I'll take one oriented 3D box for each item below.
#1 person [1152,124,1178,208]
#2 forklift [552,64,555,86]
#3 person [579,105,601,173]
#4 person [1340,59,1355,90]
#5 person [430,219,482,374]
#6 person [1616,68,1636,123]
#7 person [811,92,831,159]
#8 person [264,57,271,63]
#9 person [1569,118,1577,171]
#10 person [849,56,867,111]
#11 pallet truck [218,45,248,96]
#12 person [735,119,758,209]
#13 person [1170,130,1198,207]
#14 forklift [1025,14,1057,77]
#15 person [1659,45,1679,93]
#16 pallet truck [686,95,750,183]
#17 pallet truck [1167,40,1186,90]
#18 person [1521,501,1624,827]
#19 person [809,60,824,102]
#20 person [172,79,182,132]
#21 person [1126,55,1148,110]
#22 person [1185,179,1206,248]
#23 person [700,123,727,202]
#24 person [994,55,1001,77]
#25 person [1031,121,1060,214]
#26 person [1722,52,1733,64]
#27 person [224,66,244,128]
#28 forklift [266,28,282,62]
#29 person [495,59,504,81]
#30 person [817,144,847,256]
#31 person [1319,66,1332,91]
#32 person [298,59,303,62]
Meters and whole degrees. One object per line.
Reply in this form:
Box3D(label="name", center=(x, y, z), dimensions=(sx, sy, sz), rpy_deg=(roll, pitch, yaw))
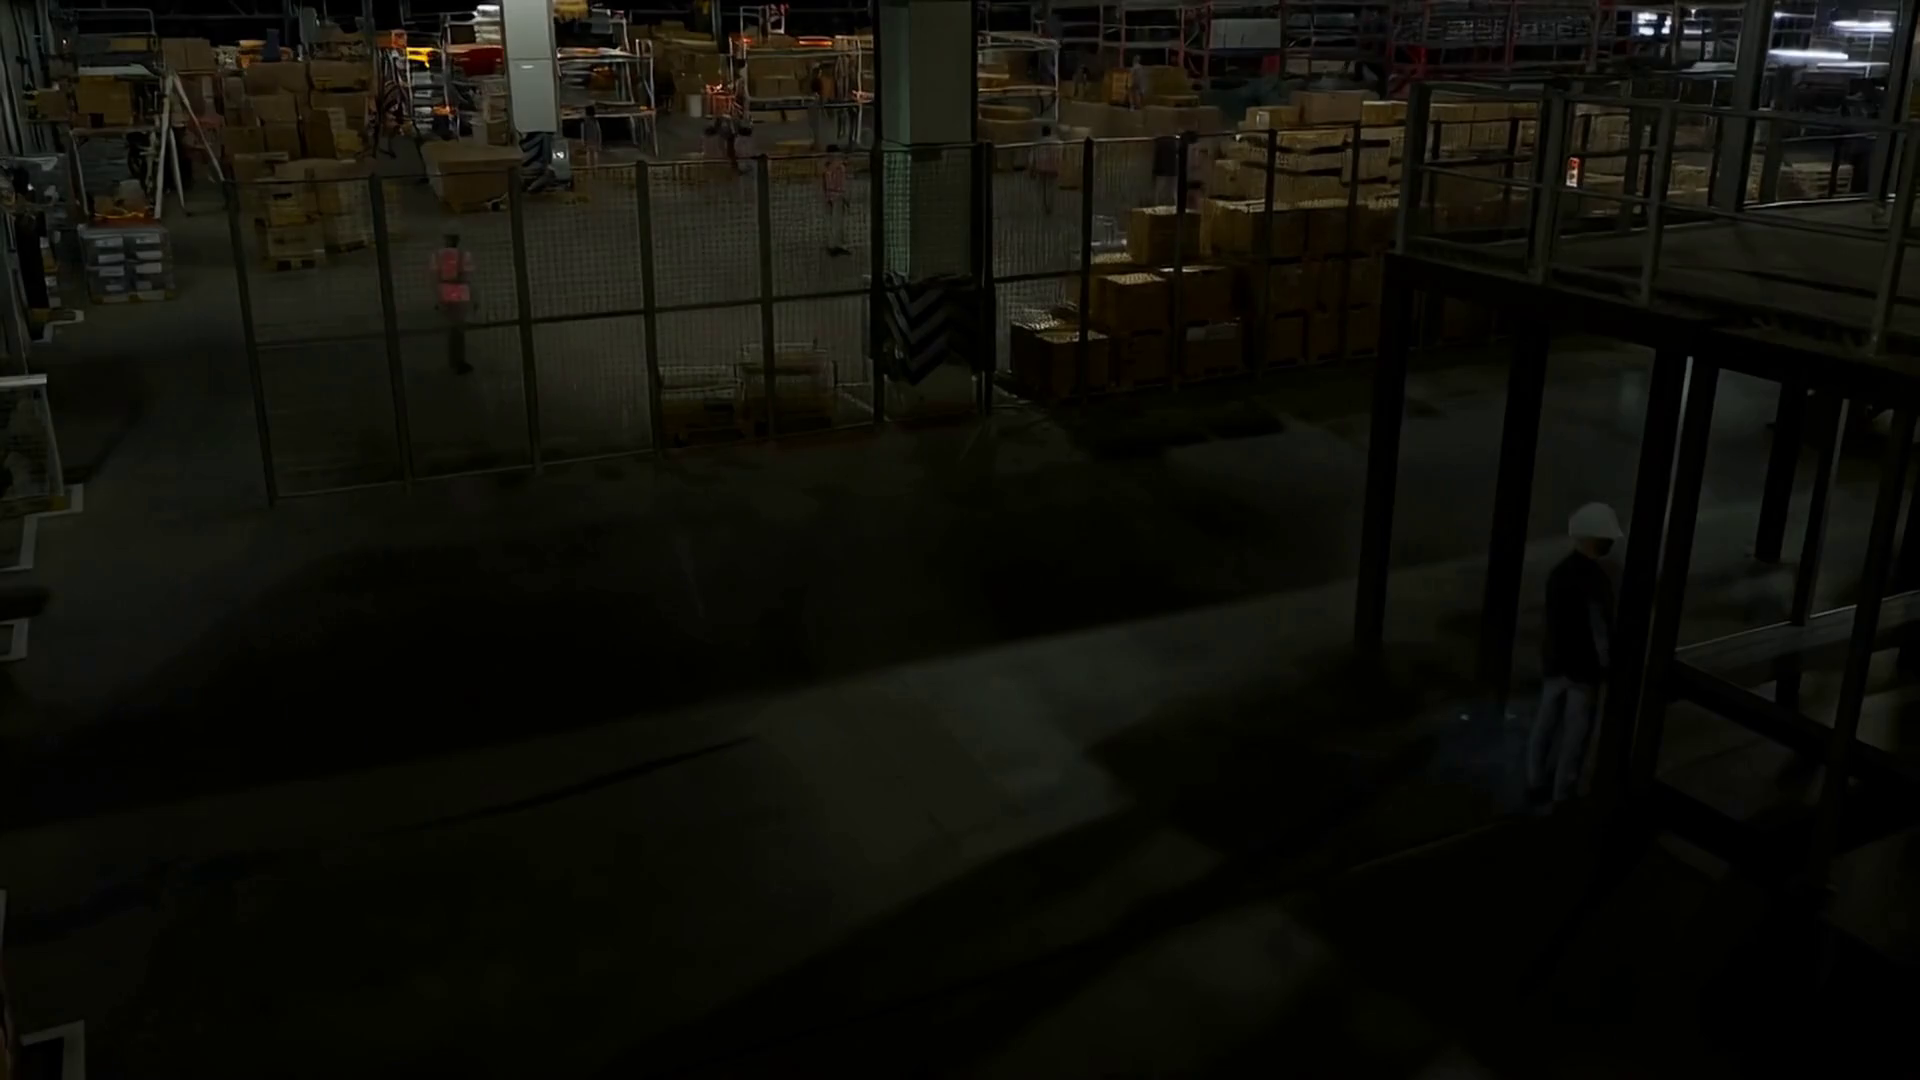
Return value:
Box3D(label="person", center=(4.094, -7.280, 33.145), dimensions=(0.480, 1.975, 0.630), rpy_deg=(15, 24, 37))
Box3D(label="forklift", center=(-18.402, -20.825, 71.037), dimensions=(1.129, 2.768, 1.873), rpy_deg=(14, 23, 35))
Box3D(label="person", center=(-9.229, -10.030, 41.596), dimensions=(0.542, 1.644, 0.855), rpy_deg=(-4, 19, -10))
Box3D(label="person", center=(14.468, -17.177, 62.304), dimensions=(0.539, 1.667, 0.602), rpy_deg=(-1, 19, -3))
Box3D(label="person", center=(-6.360, -3.088, 21.074), dimensions=(0.547, 1.917, 0.582), rpy_deg=(3, 19, 9))
Box3D(label="person", center=(21.809, -14.527, 54.430), dimensions=(0.896, 1.790, 0.614), rpy_deg=(-12, 22, -31))
Box3D(label="person", center=(-3.700, -11.070, 44.489), dimensions=(0.775, 1.739, 0.539), rpy_deg=(-12, 22, -31))
Box3D(label="person", center=(-24.616, -16.334, 59.560), dimensions=(0.439, 1.858, 0.613), rpy_deg=(7, 20, 20))
Box3D(label="person", center=(13.933, -9.114, 38.379), dimensions=(0.408, 2.035, 0.601), rpy_deg=(-3, 19, -8))
Box3D(label="person", center=(-3.628, -16.313, 59.443), dimensions=(0.605, 1.900, 0.637), rpy_deg=(-7, 20, -19))
Box3D(label="pallet truck", center=(-28.879, -18.665, 66.111), dimensions=(0.823, 1.965, 1.885), rpy_deg=(-3, 19, -9))
Box3D(label="person", center=(-4.454, -7.910, 35.098), dimensions=(0.613, 1.883, 0.963), rpy_deg=(-16, 25, -38))
Box3D(label="person", center=(4.639, -7.413, 33.798), dimensions=(0.950, 1.802, 0.638), rpy_deg=(9, 21, 25))
Box3D(label="forklift", center=(4.096, -23.021, 77.404), dimensions=(1.873, 2.768, 1.129), rpy_deg=(-9, 21, -25))
Box3D(label="person", center=(29.088, -19.208, 67.838), dimensions=(1.055, 1.880, 0.645), rpy_deg=(7, 20, 18))
Box3D(label="pallet truck", center=(-5.836, -9.608, 39.856), dimensions=(0.823, 1.965, 1.885), rpy_deg=(10, 22, 27))
Box3D(label="pallet truck", center=(9.045, -19.971, 69.895), dimensions=(0.823, 1.965, 1.885), rpy_deg=(-3, 19, -8))
Box3D(label="person", center=(3.661, 0.718, 9.926), dimensions=(0.612, 1.996, 0.388), rpy_deg=(-17, 25, -41))
Box3D(label="person", center=(-4.985, -15.733, 57.842), dimensions=(0.506, 1.846, 0.345), rpy_deg=(-3, 19, -9))
Box3D(label="person", center=(-24.318, -13.461, 51.582), dimensions=(0.520, 1.632, 0.311), rpy_deg=(3, 19, 8))
Box3D(label="person", center=(6.364, -16.431, 59.720), dimensions=(0.817, 1.946, 0.614), rpy_deg=(17, 25, 40))
Box3D(label="person", center=(3.545, -4.454, 25.019), dimensions=(0.638, 1.920, 0.551), rpy_deg=(-6, 20, -17))
Box3D(label="person", center=(-5.453, -8.288, 36.491), dimensions=(0.490, 1.699, 0.906), rpy_deg=(-11, 22, -29))
Box3D(label="person", center=(1.391, -16.526, 60.071), dimensions=(0.568, 1.891, 0.957), rpy_deg=(-8, 21, -22))
Box3D(label="person", center=(1.766, -7.697, 34.442), dimensions=(0.610, 1.910, 0.612), rpy_deg=(1, 19, 4))
Box3D(label="person", center=(30.644, -18.717, 66.759), dimensions=(0.538, 1.670, 0.739), rpy_deg=(-8, 21, -23))
Box3D(label="person", center=(-23.257, -14.220, 53.352), dimensions=(0.551, 1.923, 0.567), rpy_deg=(-6, 20, -17))
Box3D(label="forklift", center=(-24.567, -16.973, 59.873), dimensions=(1.873, 2.768, 1.129), rpy_deg=(-9, 21, -25))
Box3D(label="person", center=(-15.774, -15.607, 57.374), dimensions=(0.479, 1.918, 0.623), rpy_deg=(0, 19, 1))
Box3D(label="person", center=(-2.263, -6.066, 29.661), dimensions=(0.386, 1.948, 0.601), rpy_deg=(16, 25, 39))
Box3D(label="person", center=(11.667, -14.143, 53.113), dimensions=(0.558, 1.926, 0.631), rpy_deg=(-16, 25, -38))
Box3D(label="person", center=(-22.479, -15.502, 57.044), dimensions=(0.654, 1.923, 0.435), rpy_deg=(11, 22, 28))
